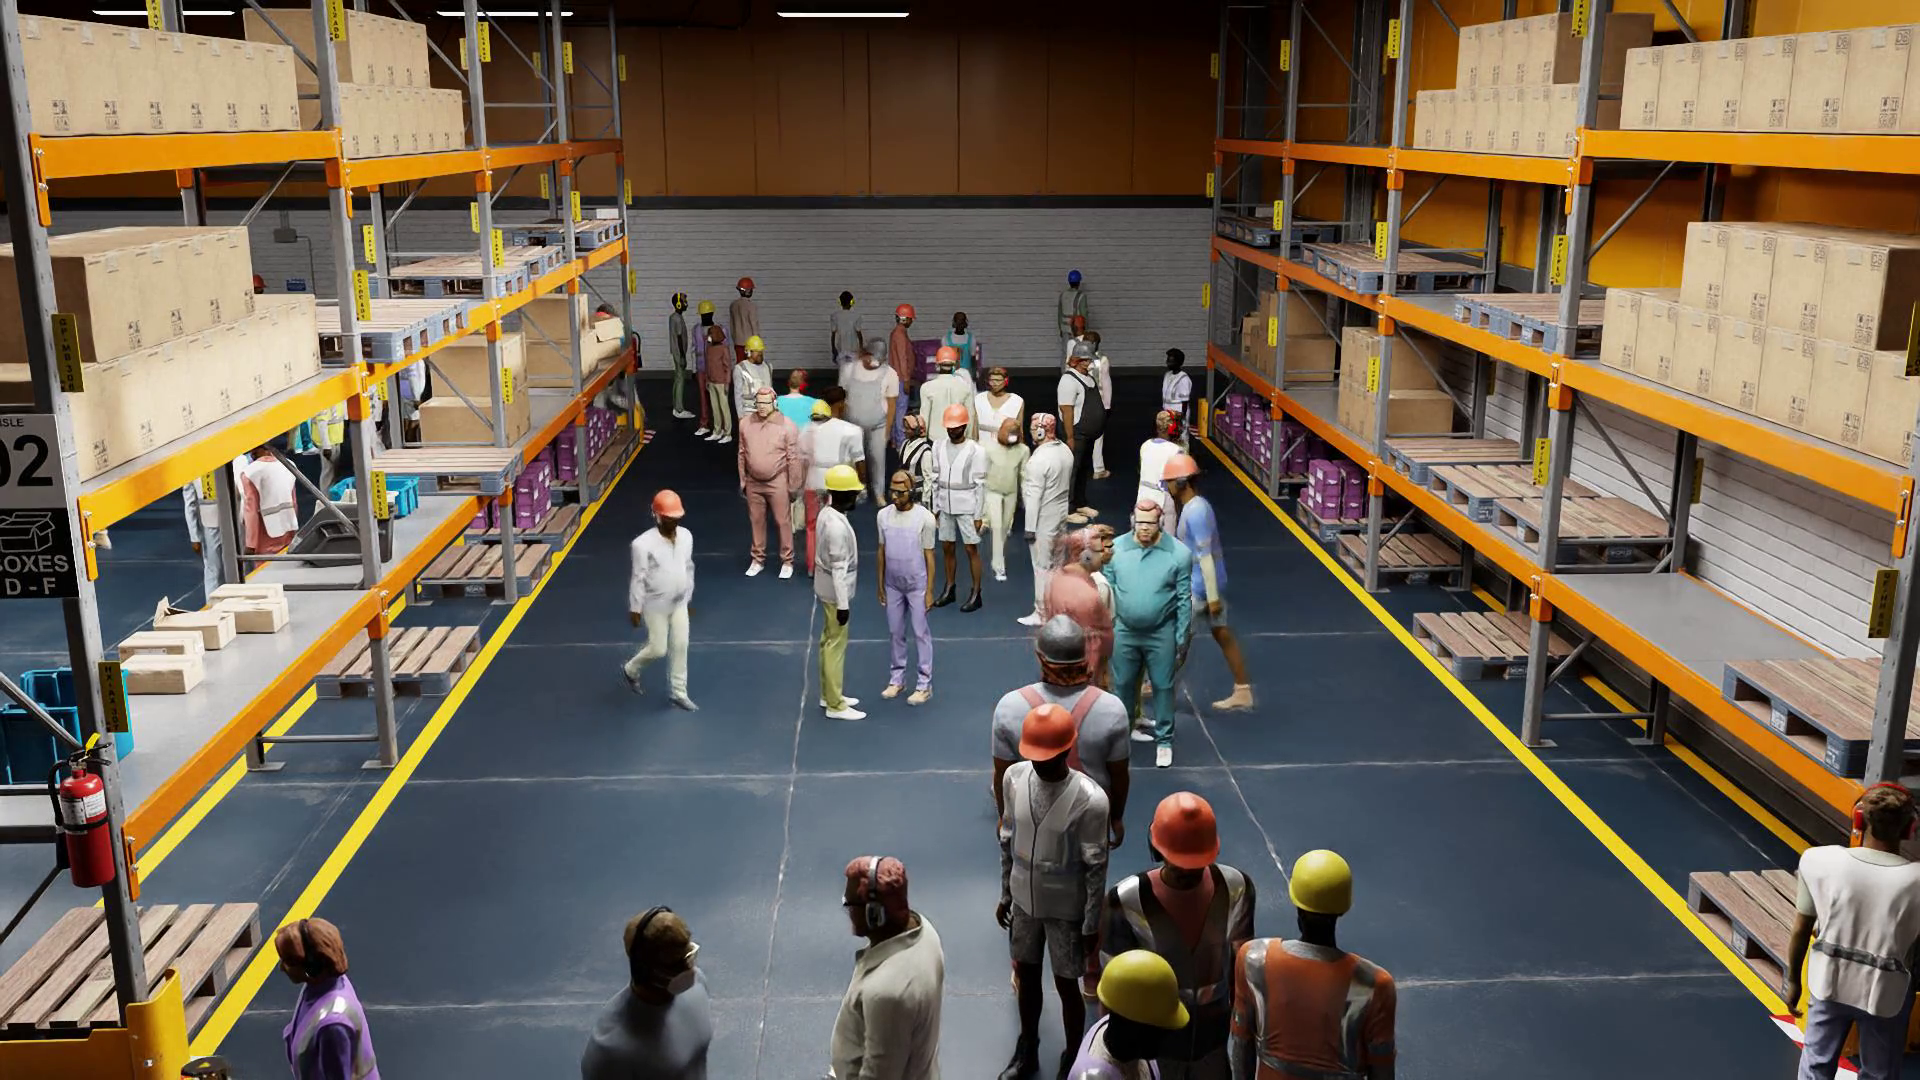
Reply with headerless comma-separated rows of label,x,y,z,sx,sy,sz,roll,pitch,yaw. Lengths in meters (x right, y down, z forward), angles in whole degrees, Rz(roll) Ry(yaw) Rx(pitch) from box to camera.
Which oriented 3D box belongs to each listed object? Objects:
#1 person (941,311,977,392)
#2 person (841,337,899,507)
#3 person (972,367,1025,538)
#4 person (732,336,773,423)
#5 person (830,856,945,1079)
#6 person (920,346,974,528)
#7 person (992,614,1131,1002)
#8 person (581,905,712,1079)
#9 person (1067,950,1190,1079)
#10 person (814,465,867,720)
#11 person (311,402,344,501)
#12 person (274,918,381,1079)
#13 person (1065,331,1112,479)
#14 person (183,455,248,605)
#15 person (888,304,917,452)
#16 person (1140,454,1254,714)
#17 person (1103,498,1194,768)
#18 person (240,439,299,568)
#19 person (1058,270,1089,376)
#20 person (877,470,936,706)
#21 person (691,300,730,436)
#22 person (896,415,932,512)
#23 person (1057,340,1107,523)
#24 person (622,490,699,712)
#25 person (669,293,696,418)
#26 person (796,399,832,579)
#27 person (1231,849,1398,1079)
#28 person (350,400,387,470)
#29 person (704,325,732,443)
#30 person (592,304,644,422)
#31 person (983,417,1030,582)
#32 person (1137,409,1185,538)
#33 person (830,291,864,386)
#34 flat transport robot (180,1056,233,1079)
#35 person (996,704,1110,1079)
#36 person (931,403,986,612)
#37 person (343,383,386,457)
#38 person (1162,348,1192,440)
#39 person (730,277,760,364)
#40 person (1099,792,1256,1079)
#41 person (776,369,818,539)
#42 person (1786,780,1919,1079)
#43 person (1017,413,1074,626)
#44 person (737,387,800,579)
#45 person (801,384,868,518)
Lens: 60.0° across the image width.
person,-0.013,-2.201,22.748,0.508,1.847,0.345,-1,14,-5
person,-1.145,-1.391,19.178,0.860,2.000,0.537,5,15,20
person,0.408,-0.945,17.811,0.563,1.848,0.389,4,15,14
person,-2.493,-1.586,20.362,0.403,1.833,0.591,13,19,41
person,-0.266,2.035,6.030,0.400,1.896,0.653,2,14,8
person,-0.148,-1.125,18.224,0.622,1.993,0.382,-3,15,-13
person,0.507,1.349,8.424,0.689,2.000,0.539,1,14,2
person,-1.007,2.120,5.599,0.366,1.938,0.630,5,15,20
person,0.520,2.193,5.375,0.399,1.913,0.590,4,15,16
person,-0.899,0.382,12.446,0.386,1.927,0.589,-3,15,-10
person,-6.920,-1.117,18.329,0.384,1.928,0.589,-2,14,-6
person,-2.290,2.143,6.128,0.313,1.631,0.525,-7,16,-26
person,1.623,-1.684,20.741,0.621,1.838,0.429,9,17,32
person,-6.388,-0.102,14.391,0.409,1.909,0.592,12,19,40
person,-0.769,-2.187,22.412,0.388,1.987,0.608,-3,15,-12
person,1.757,0.336,12.554,1.071,1.955,0.620,4,15,14
person,1.278,0.637,11.507,0.647,1.900,0.400,4,15,16
person,-5.853,-0.050,14.188,0.401,1.908,0.597,4,15,15
person,1.888,-3.499,27.633,0.375,1.950,0.614,-14,20,-43
person,-0.414,0.357,12.738,0.501,1.839,0.341,7,16,25
person,-3.528,-2.418,23.436,0.590,1.927,0.367,5,15,19
person,-0.434,-0.407,16.117,0.308,1.640,0.511,-9,17,-33
person,1.361,-1.214,18.486,0.535,2.000,0.681,7,16,25
person,-2.283,0.443,12.591,0.590,1.732,0.573,11,18,37
person,-4.181,-2.767,24.924,0.312,1.869,0.538,-5,15,-18
person,-1.335,-0.491,16.196,0.533,1.767,0.312,1,14,4
person,1.265,2.024,5.997,0.588,1.930,0.362,7,16,24
person,-7.572,-1.870,21.178,0.621,1.986,0.409,4,15,14
person,-3.352,-2.158,23.002,0.267,1.632,0.509,-14,20,-43
person,-5.089,-2.529,24.182,0.989,1.779,0.638,-11,18,-37
person,0.457,-0.400,16.158,0.521,1.588,0.794,-5,15,-19
person,1.830,-0.277,15.217,0.394,1.837,0.563,-7,16,-27
person,-1.698,-2.837,25.211,0.507,1.865,0.329,2,14,9
flat transport robot,-3.358,2.635,6.904,0.652,0.197,1.431,4,15,14
person,0.396,1.642,7.516,0.548,1.926,0.387,10,17,35
person,-0.029,-0.291,15.102,0.543,1.929,0.397,9,17,30
person,-7.138,-1.490,19.909,0.580,1.878,0.363,7,16,26
person,2.634,-1.503,20.324,0.318,1.690,0.530,-6,15,-21
person,-3.325,-3.089,25.936,0.611,1.996,0.379,12,19,40
person,0.832,1.897,6.308,0.612,2.029,0.407,-3,15,-13
person,-1.780,-0.918,17.780,0.644,1.821,0.513,0,14,0
person,3.662,1.874,6.774,0.561,1.836,0.388,11,18,36
person,0.747,-0.185,14.733,0.399,1.900,0.644,8,17,30
person,-1.871,-0.553,16.189,0.642,1.901,0.395,5,15,17
person,-1.232,-0.551,16.144,0.623,1.918,1.013,4,15,16
